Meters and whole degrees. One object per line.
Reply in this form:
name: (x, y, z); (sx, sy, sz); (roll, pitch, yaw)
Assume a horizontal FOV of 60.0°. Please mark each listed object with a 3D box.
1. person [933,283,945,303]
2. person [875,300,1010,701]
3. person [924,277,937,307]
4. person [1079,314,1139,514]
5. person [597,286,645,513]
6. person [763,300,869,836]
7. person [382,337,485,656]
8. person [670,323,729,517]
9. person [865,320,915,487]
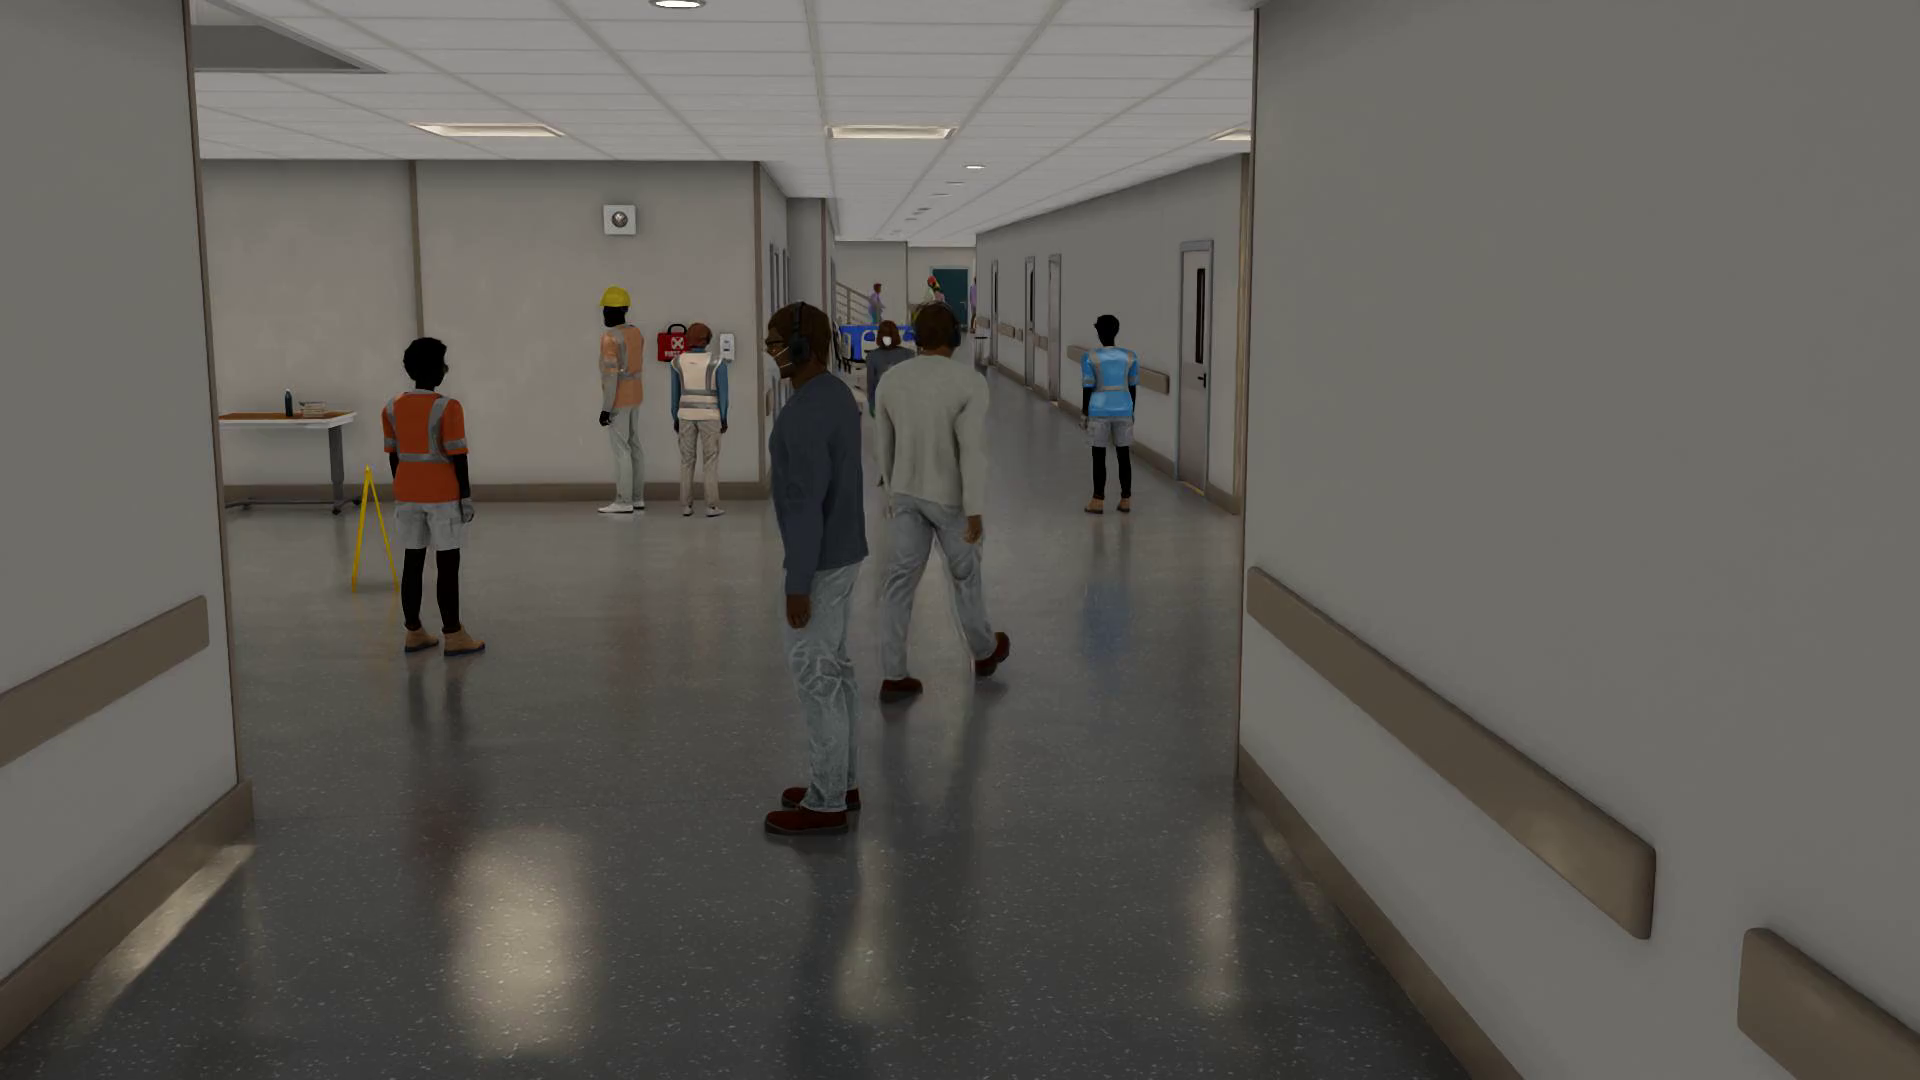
person: (-0.736, -7.241, 52.687); (0.533, 1.765, 0.326); (-4, 10, -23)
person: (-0.101, -0.207, 8.102); (0.648, 1.889, 1.012); (5, 10, 28)
person: (-0.842, -6.644, 48.262); (0.405, 1.984, 0.630); (1, 9, 9)
person: (1.263, -1.063, 14.125); (0.529, 1.692, 0.321); (-3, 9, -17)
person: (-2.895, -1.190, 14.179); (0.359, 1.930, 0.588); (2, 9, 15)
person: (-0.521, 0.104, 6.046); (0.366, 1.932, 0.640); (1, 9, 6)
person: (-2.812, -0.225, 8.852); (0.535, 1.697, 0.318); (4, 10, 23)
person: (-2.189, -1.006, 13.978); (0.503, 1.630, 0.323); (2, 9, 13)
person: (-0.659, -1.340, 16.166); (0.510, 1.591, 0.843); (0, 9, 1)
